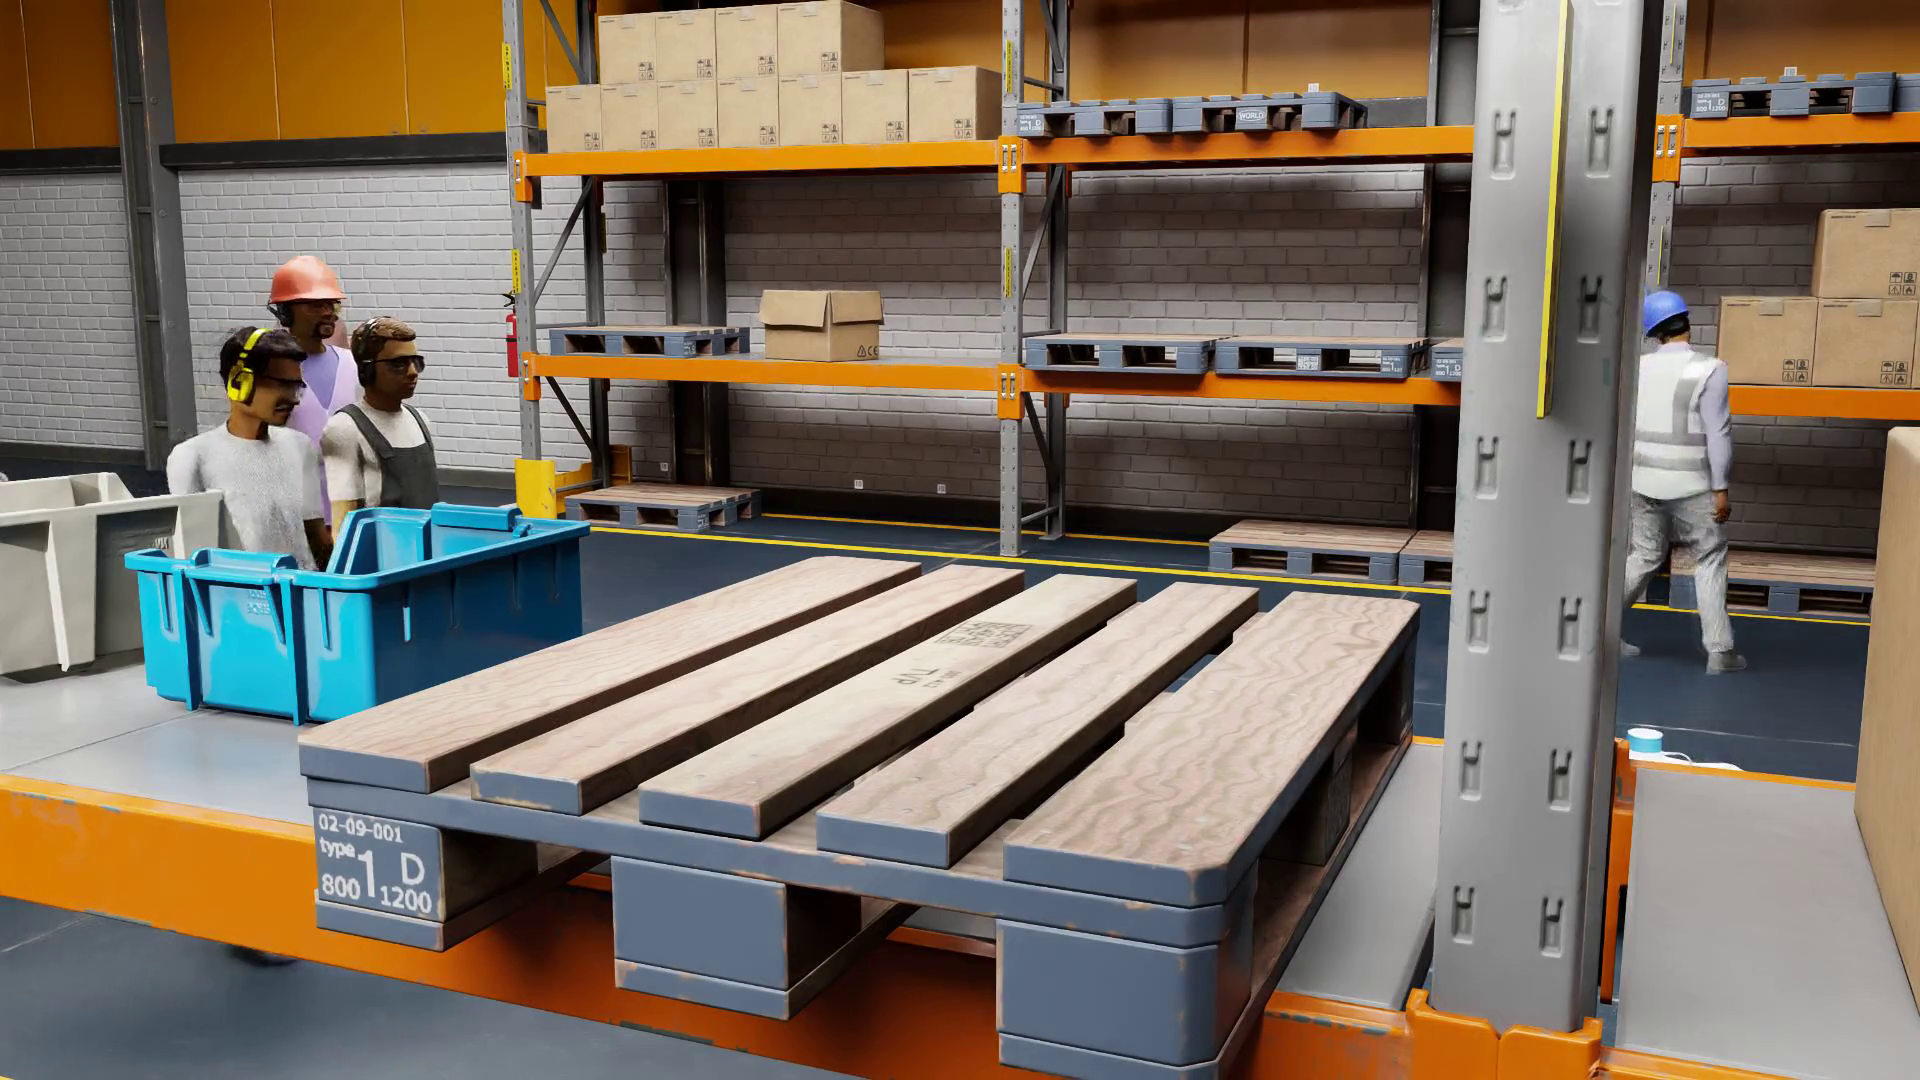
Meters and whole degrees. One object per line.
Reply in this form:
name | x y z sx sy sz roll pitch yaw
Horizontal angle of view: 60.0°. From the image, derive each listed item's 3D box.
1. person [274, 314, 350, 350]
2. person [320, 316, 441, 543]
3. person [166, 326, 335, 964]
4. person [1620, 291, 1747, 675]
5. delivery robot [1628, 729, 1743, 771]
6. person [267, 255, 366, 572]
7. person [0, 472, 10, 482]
person | -5.570 -1.312 14.456 0.421 1.865 0.707 9 13 43
person | -1.915 0.170 5.639 0.332 1.844 0.517 3 10 15
person | -1.987 0.306 4.852 0.553 1.843 0.499 4 10 20
person | 3.559 -0.288 8.282 0.584 1.890 0.645 -4 10 -23
delivery robot | 2.138 0.837 5.222 0.707 0.478 0.477 0 10 0
person | -2.594 -0.111 6.720 0.366 2.048 0.606 8 12 39
person | -3.321 0.318 5.524 0.560 1.575 0.838 -7 12 -36
